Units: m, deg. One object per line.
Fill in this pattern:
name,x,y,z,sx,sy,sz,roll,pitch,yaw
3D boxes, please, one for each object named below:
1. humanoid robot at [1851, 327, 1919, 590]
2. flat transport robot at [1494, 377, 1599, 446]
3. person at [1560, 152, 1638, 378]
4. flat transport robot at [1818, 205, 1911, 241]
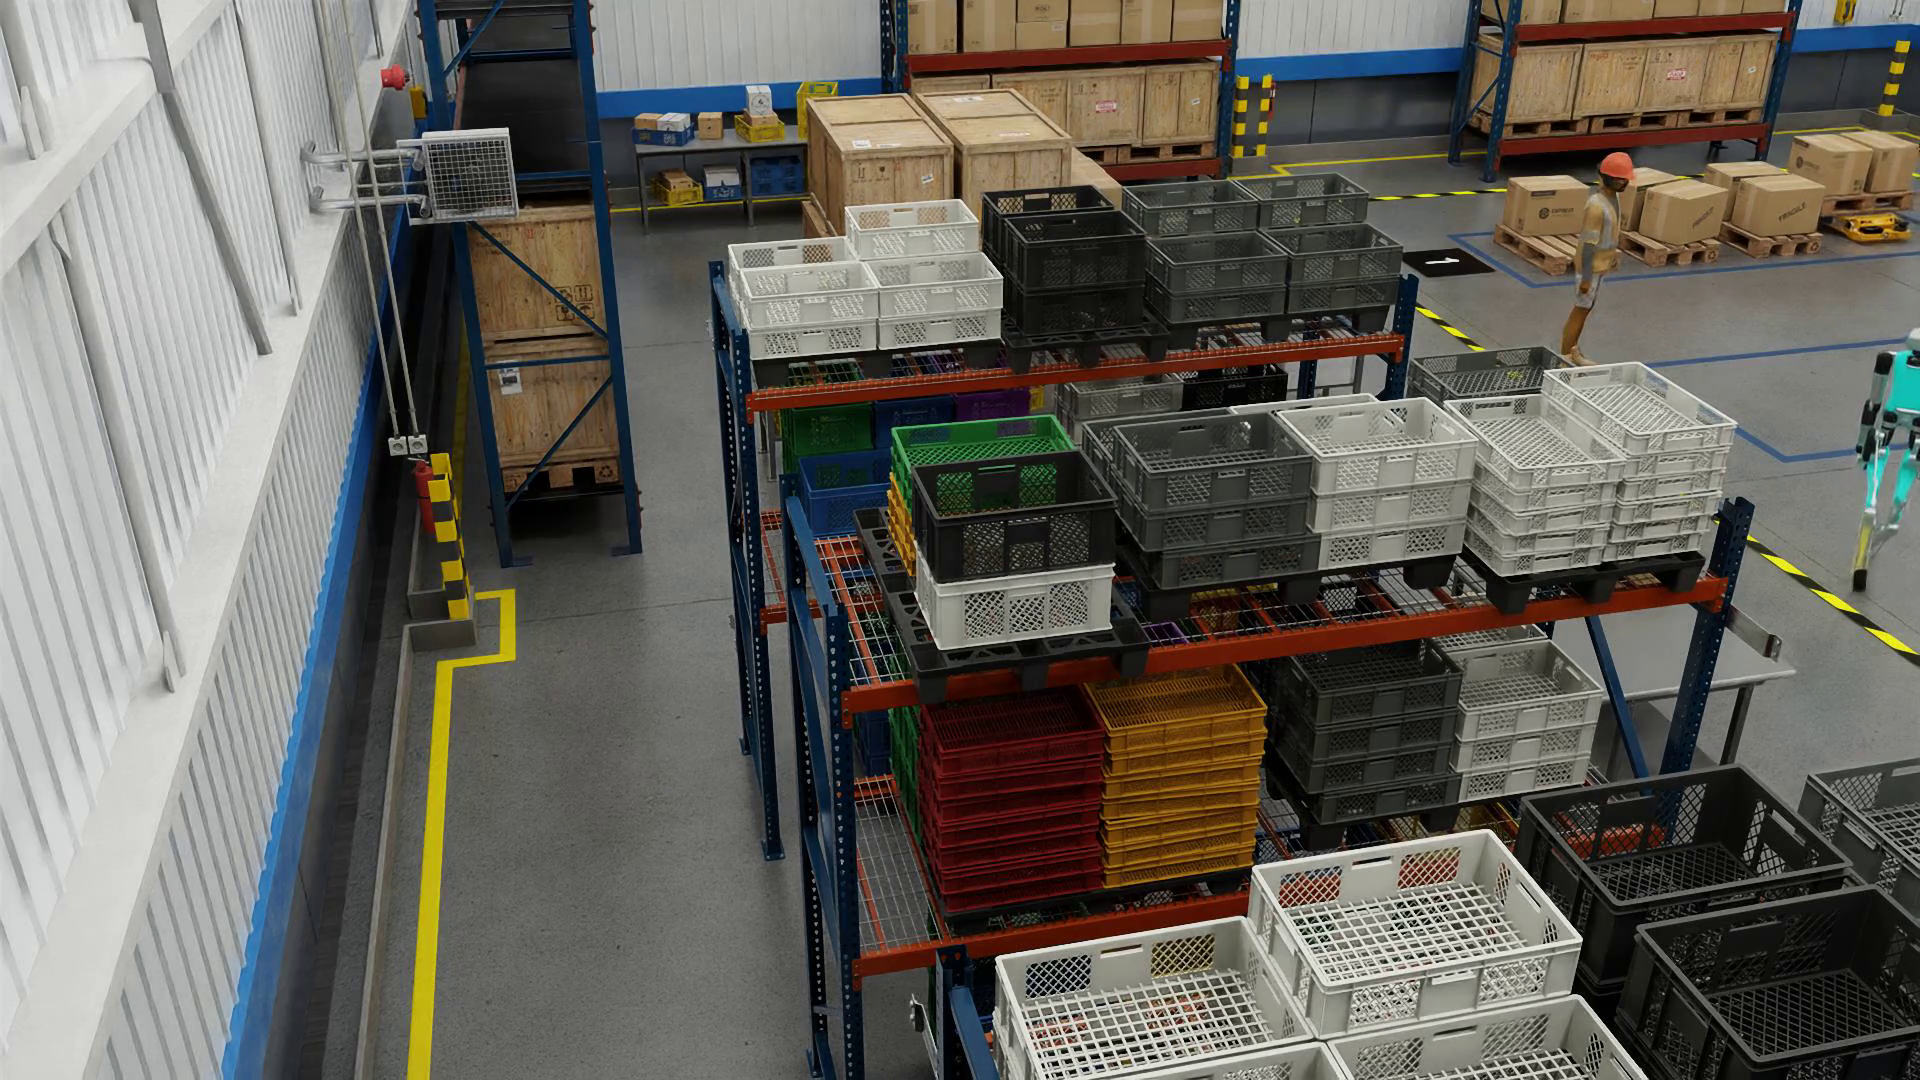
humanoid robot,6.445,-0.506,11.457,0.545,1.773,0.933,13,31,24
flat transport robot,4.780,-1.036,14.013,0.659,0.231,1.431,-6,28,-12
person,5.658,-2.432,14.760,0.390,2.040,0.613,17,32,28
flat transport robot,10.172,-3.763,19.156,0.652,0.197,1.431,-6,28,-12
